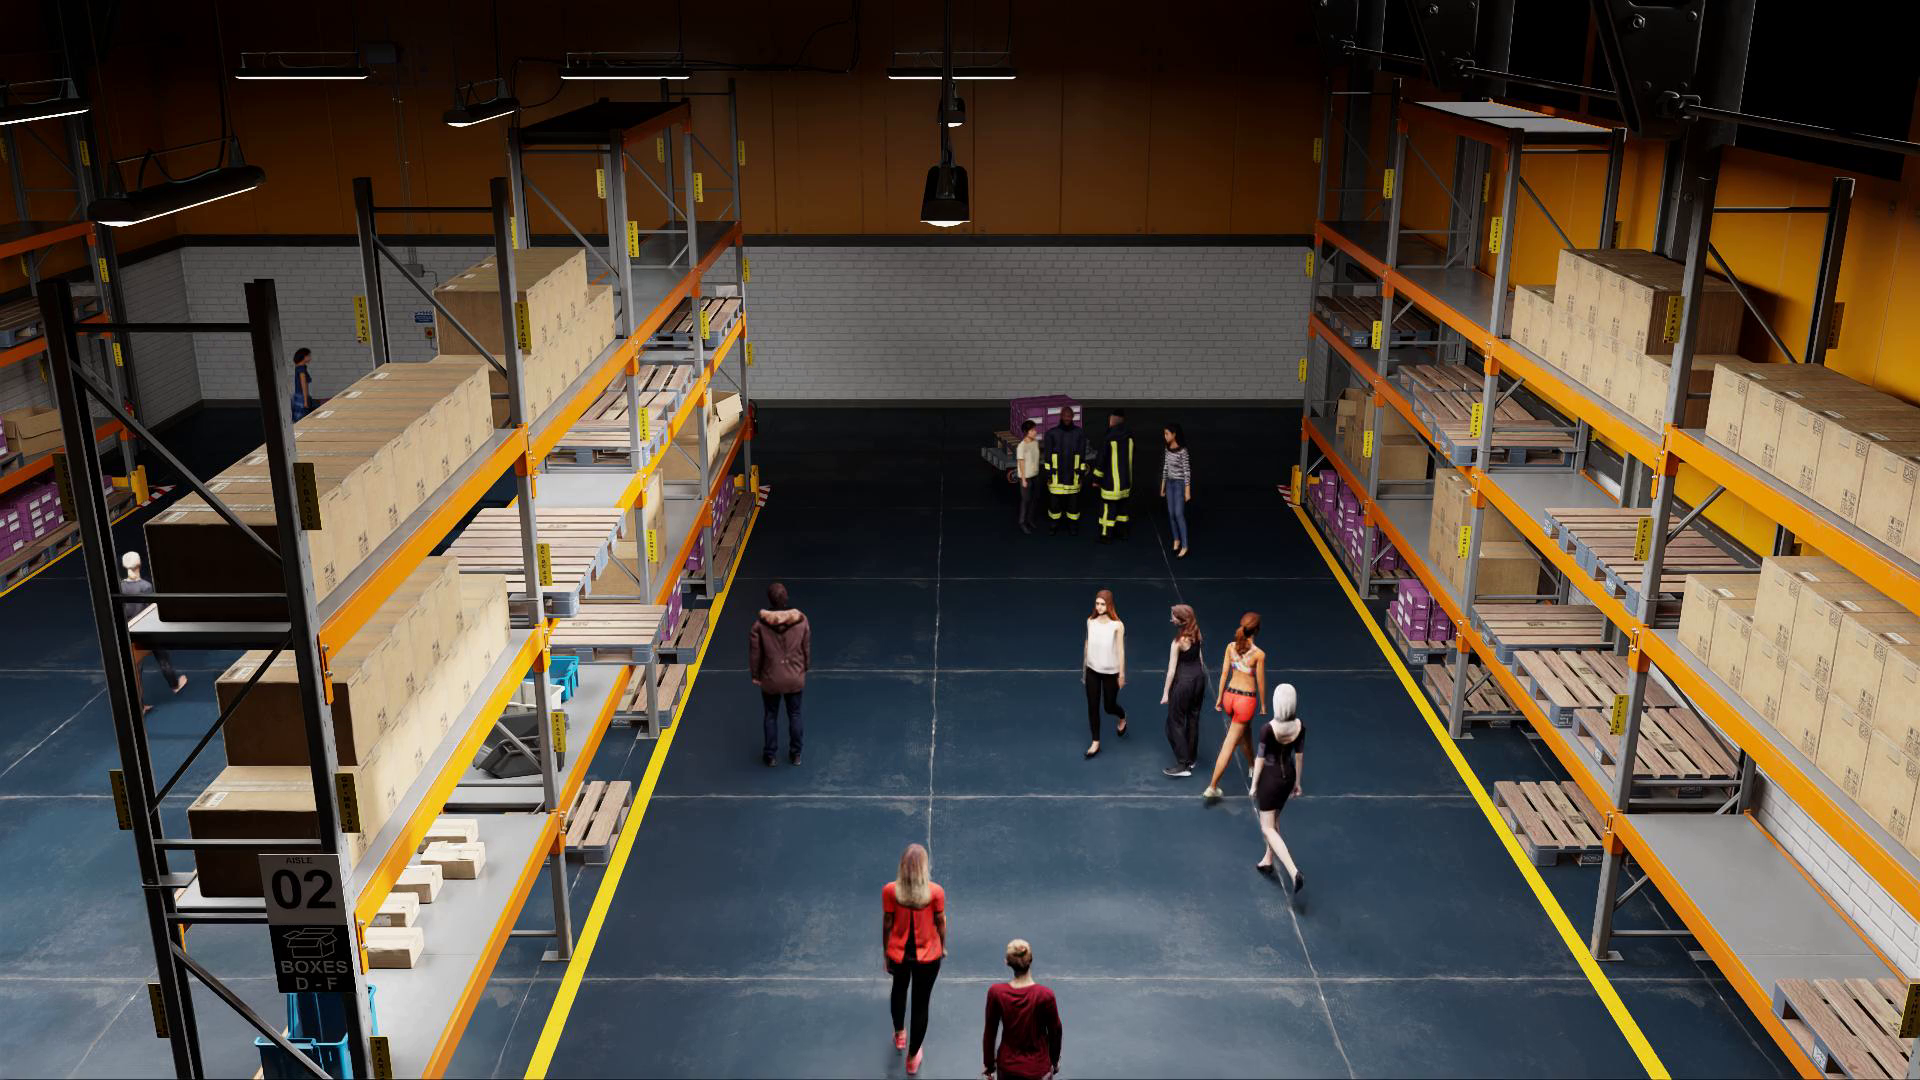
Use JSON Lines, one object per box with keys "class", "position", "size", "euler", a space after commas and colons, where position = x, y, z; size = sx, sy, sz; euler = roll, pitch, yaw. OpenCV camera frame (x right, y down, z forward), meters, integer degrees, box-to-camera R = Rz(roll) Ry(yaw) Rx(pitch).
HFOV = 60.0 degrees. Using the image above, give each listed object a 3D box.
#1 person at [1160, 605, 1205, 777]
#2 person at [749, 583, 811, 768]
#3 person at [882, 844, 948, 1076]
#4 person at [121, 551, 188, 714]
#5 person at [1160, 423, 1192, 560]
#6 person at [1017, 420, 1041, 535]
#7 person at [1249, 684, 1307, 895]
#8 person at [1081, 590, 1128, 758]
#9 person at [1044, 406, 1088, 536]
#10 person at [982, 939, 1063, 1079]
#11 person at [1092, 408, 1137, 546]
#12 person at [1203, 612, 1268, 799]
{"class": "person", "position": [2.204, 1.390, 15.890], "size": [0.797, 1.721, 0.834], "euler": [-9, 21, -25]}
{"class": "person", "position": [-1.693, 1.300, 15.969], "size": [0.828, 1.842, 0.776], "euler": [-5, 19, -14]}
{"class": "person", "position": [-0.327, 2.916, 11.431], "size": [0.633, 1.675, 0.733], "euler": [3, 19, 8]}
{"class": "person", "position": [-8.461, 0.983, 17.135], "size": [0.628, 1.698, 1.000], "euler": [0, 19, 1]}
{"class": "person", "position": [2.873, -0.670, 21.936], "size": [0.884, 1.766, 0.766], "euler": [-17, 25, -40]}
{"class": "person", "position": [0.938, -0.875, 22.841], "size": [0.717, 1.579, 0.629], "euler": [13, 22, 33]}
{"class": "person", "position": [2.656, 2.076, 13.715], "size": [0.871, 1.810, 1.115], "euler": [-8, 20, -23]}
{"class": "person", "position": [1.440, 1.270, 16.274], "size": [0.862, 1.705, 0.985], "euler": [12, 22, 32]}
{"class": "person", "position": [1.429, -0.959, 22.714], "size": [0.736, 1.818, 0.665], "euler": [1, 19, 3]}
{"class": "person", "position": [0.386, 3.289, 10.302], "size": [0.727, 1.689, 0.751], "euler": [5, 19, 15]}
{"class": "person", "position": [2.120, -0.858, 22.353], "size": [0.918, 1.858, 0.941], "euler": [-13, 23, -34]}
{"class": "person", "position": [2.532, 1.575, 15.321], "size": [1.126, 1.735, 1.176], "euler": [17, 25, 42]}
